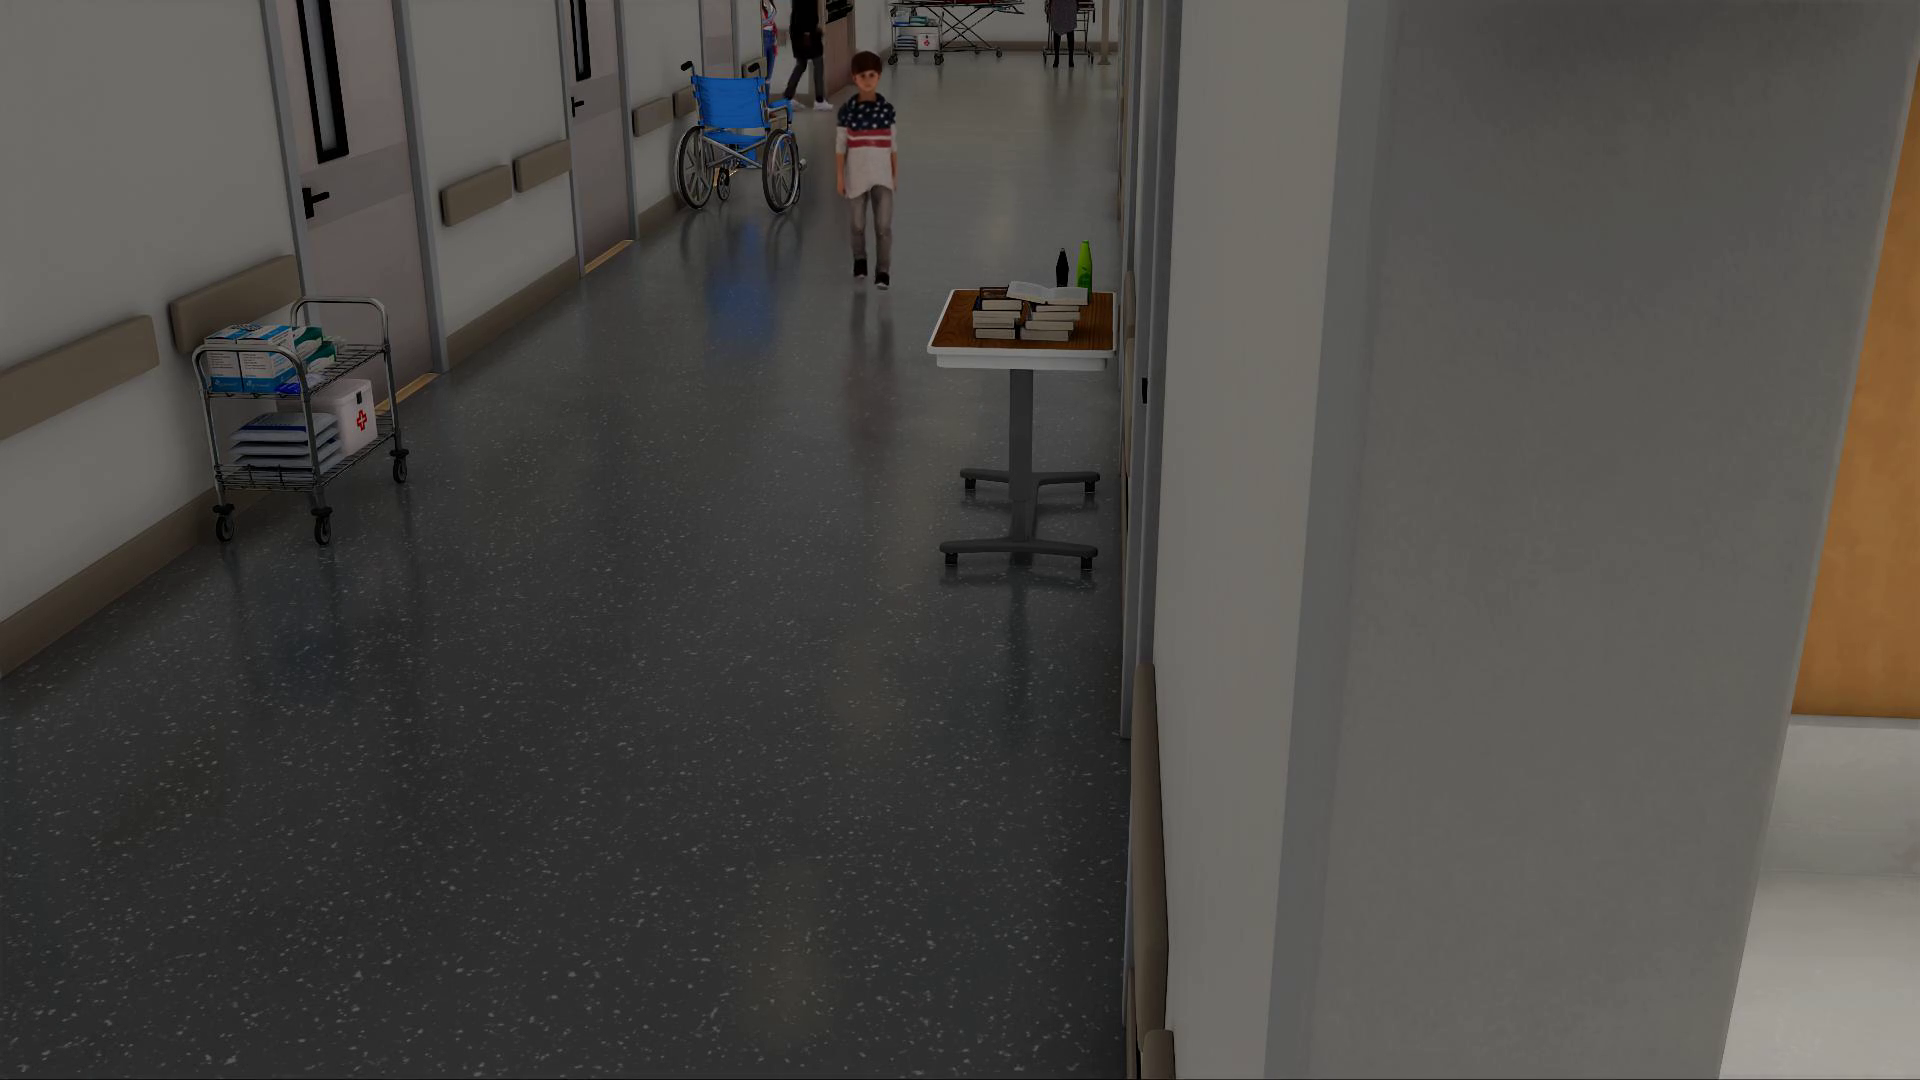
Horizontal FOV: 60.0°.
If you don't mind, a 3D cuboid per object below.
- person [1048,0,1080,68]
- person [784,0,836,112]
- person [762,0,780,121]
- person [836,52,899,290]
[{"bbox_3d":[1.550,-8.018,24.930,0.640,1.787,0.542,0,21,1],"label":"person"},{"bbox_3d":[-1.894,-5.895,19.393,0.944,1.739,0.919,-8,22,-20],"label":"person"},{"bbox_3d":[-2.223,-5.549,18.657,0.707,1.612,0.555,9,23,23],"label":"person"},{"bbox_3d":[-0.580,-2.273,10.305,0.647,1.404,1.008,-2,21,-5],"label":"person"}]
